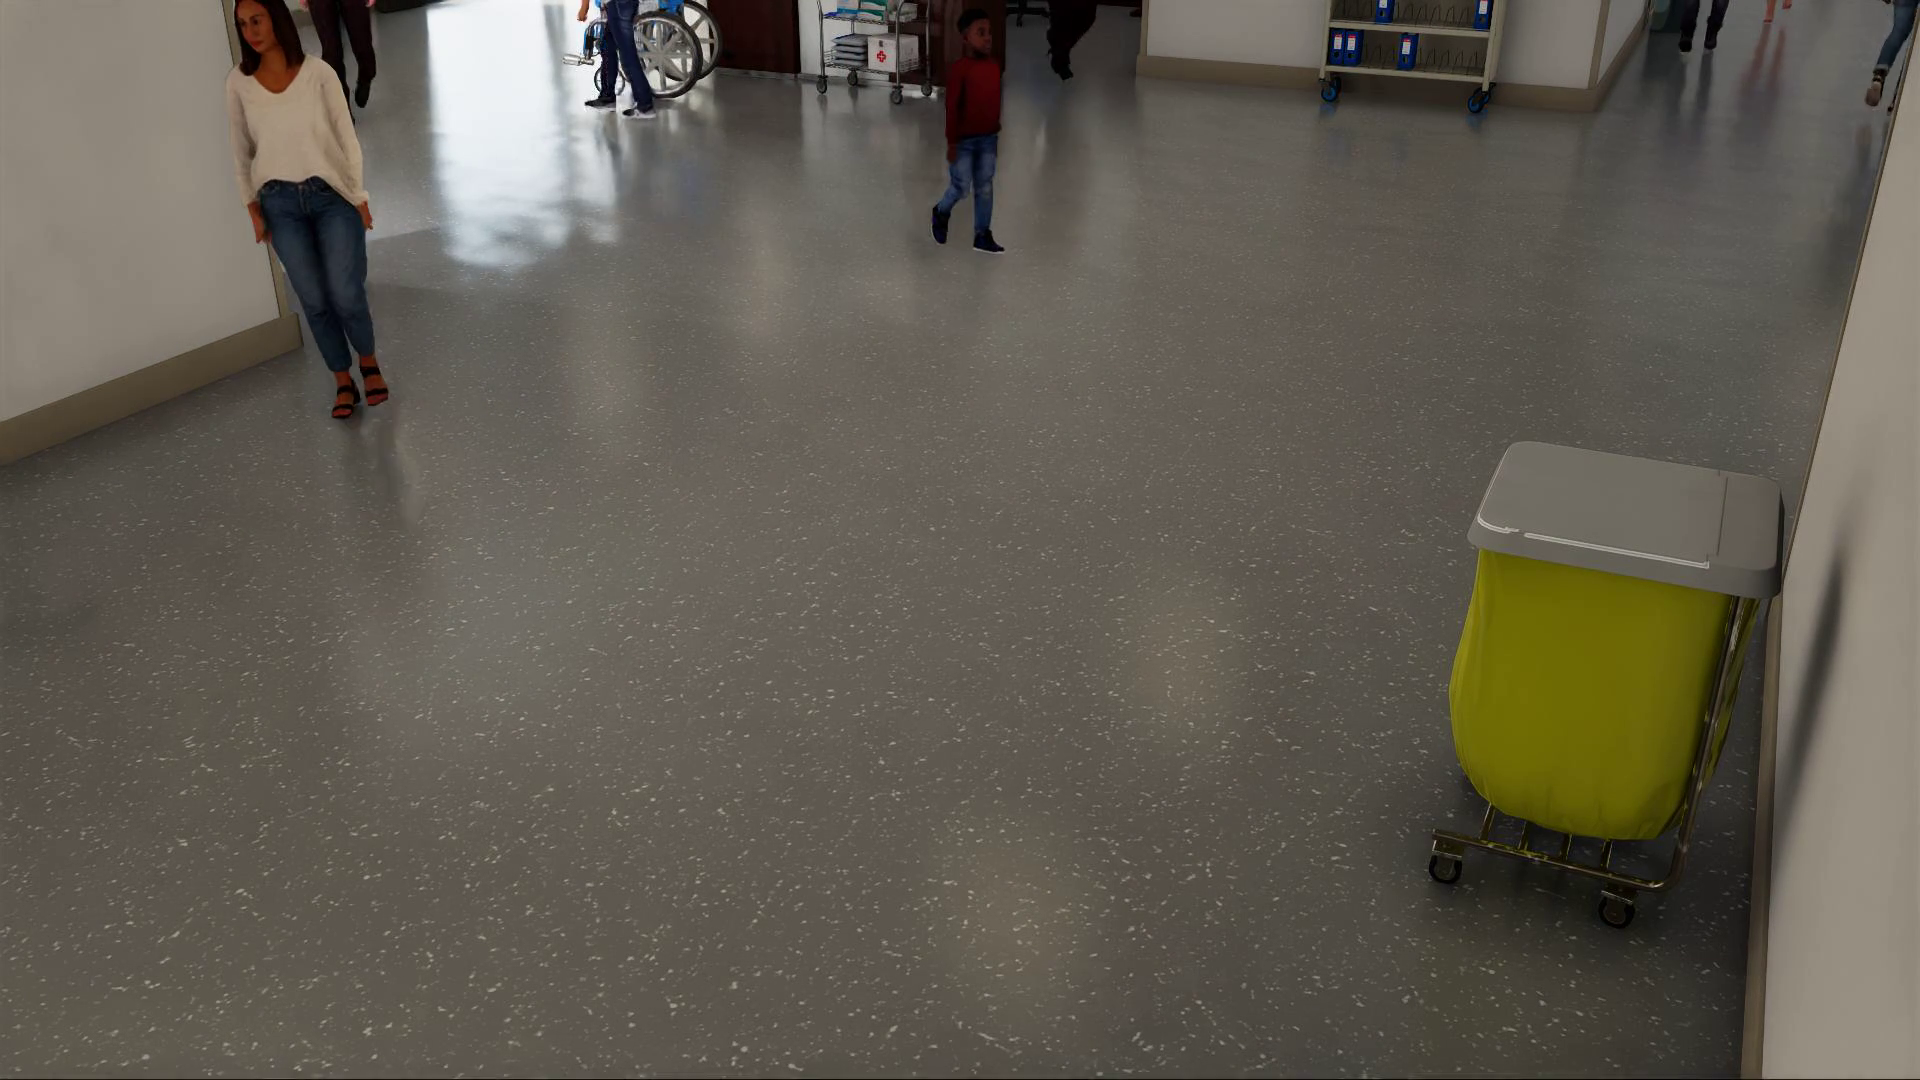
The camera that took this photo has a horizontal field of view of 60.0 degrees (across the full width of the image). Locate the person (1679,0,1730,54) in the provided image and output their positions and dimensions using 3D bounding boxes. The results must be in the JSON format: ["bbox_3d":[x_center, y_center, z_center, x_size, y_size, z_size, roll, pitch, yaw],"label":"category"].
[{"bbox_3d":[6.487,-5.085,14.169,1.087,1.795,0.746,13,29,25],"label":"person"}]

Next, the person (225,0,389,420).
[{"bbox_3d":[-2.514,-1.310,6.487,0.682,1.668,0.786,-2,26,-5],"label":"person"}]

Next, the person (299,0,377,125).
[{"bbox_3d":[-4.350,-3.862,11.575,1.060,1.845,1.103,-7,27,-14],"label":"person"}]

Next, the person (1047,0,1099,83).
[{"bbox_3d":[0.800,-4.364,12.736,0.819,1.741,0.783,15,30,28],"label":"person"}]

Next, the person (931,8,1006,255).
[{"bbox_3d":[0.027,-2.108,8.627,0.669,1.246,0.771,-18,31,-33],"label":"person"}]

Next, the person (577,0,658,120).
[{"bbox_3d":[-2.337,-3.725,11.647,0.848,1.535,0.560,9,27,19],"label":"person"}]
